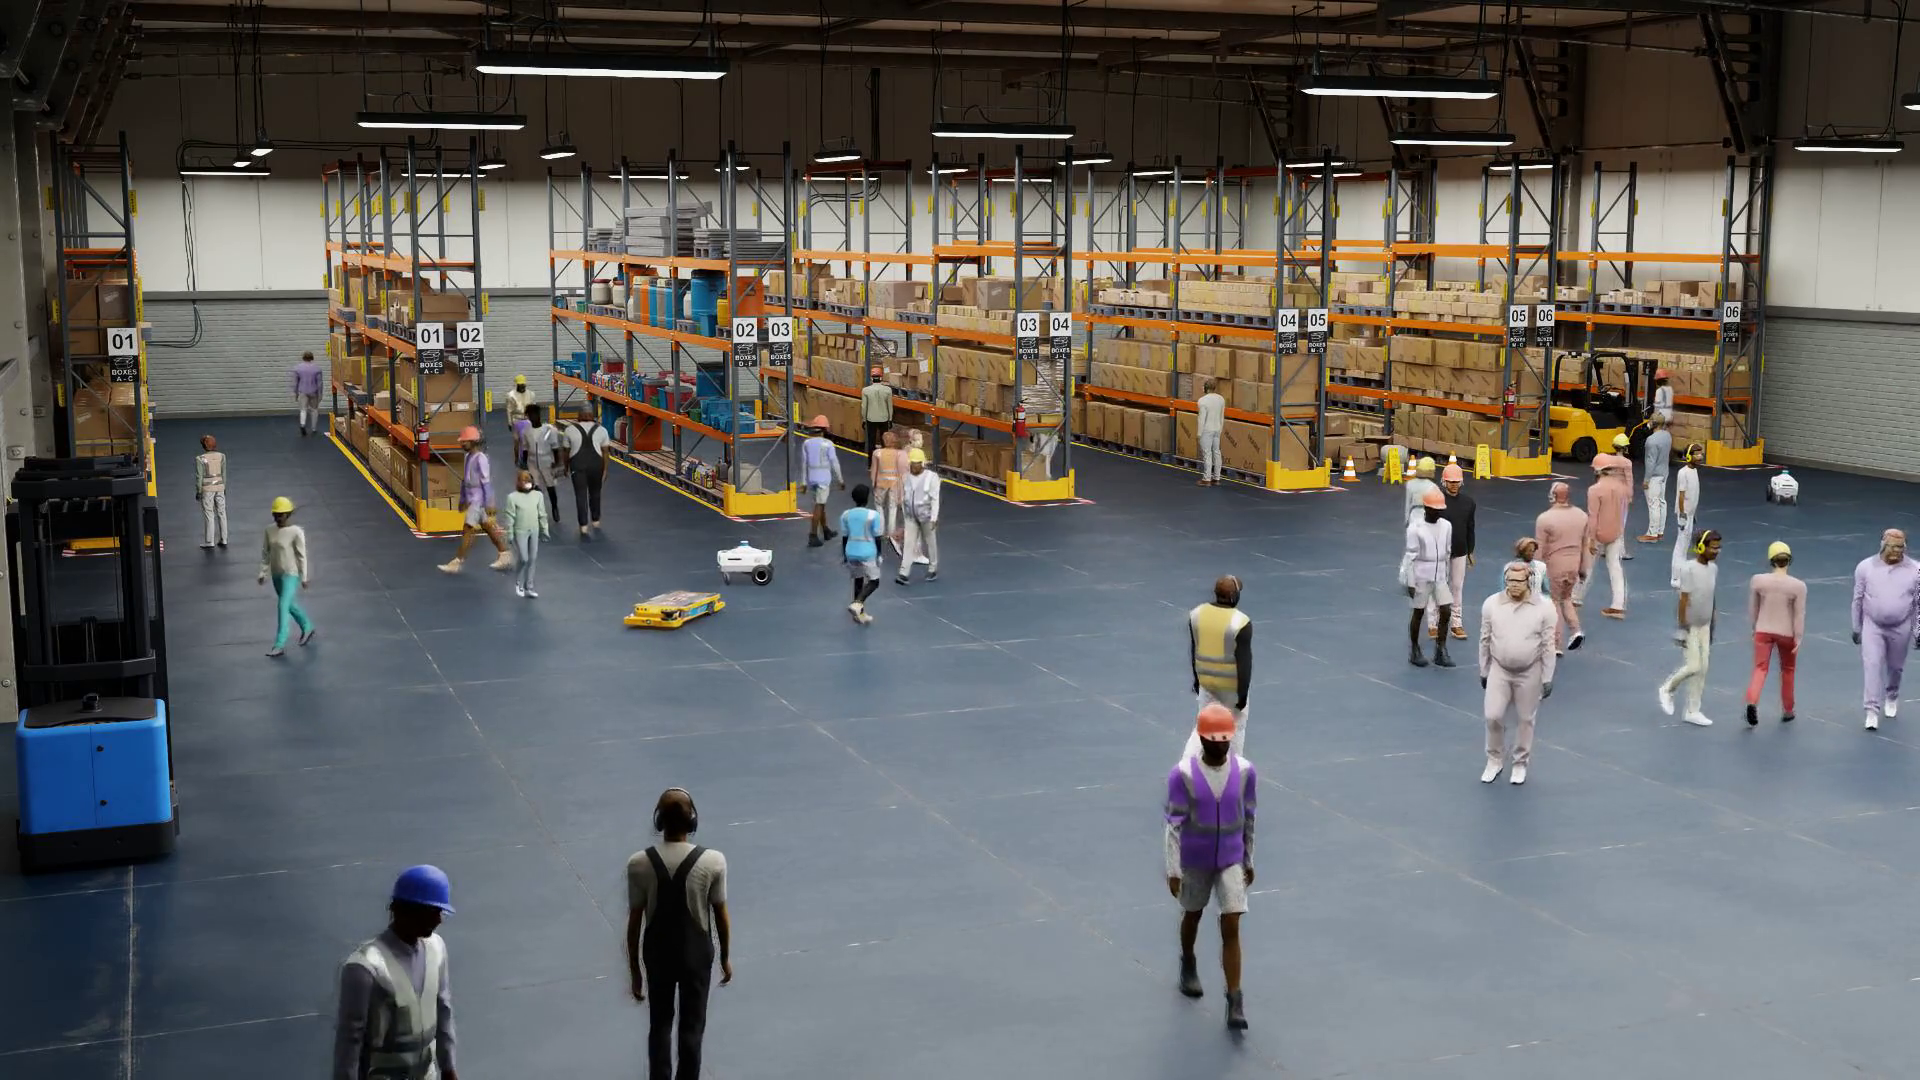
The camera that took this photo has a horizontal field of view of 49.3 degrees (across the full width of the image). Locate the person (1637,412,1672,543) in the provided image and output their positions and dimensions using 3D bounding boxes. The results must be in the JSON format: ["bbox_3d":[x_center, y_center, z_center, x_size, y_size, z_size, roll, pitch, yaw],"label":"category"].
[{"bbox_3d":[10.313,-0.934,31.073,0.372,1.940,0.631,7,11,40],"label":"person"}]

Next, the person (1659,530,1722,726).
[{"bbox_3d":[6.912,0.809,19.751,0.536,1.847,0.473,-5,10,-30],"label":"person"}]

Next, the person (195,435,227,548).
[{"bbox_3d":[-10.923,-0.709,30.568,0.307,1.641,0.514,5,10,32],"label":"person"}]

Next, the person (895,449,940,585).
[{"bbox_3d":[-0.531,-0.310,27.424,0.604,1.782,0.941,4,9,24],"label":"person"}]

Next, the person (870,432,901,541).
[{"bbox_3d":[-1.082,-0.813,31.288,0.549,1.617,0.599,-1,9,-8],"label":"person"}]

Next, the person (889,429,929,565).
[{"bbox_3d":[-0.693,-0.615,29.126,0.662,1.884,0.657,4,9,23],"label":"person"}]

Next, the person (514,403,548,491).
[{"bbox_3d":[-7.002,-1.339,34.281,0.557,1.796,0.984,-3,9,-18],"label":"person"}]

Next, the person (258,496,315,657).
[{"bbox_3d":[-7.417,0.360,23.114,0.522,1.732,0.863,4,10,27],"label":"person"}]

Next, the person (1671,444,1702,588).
[{"bbox_3d":[9.475,-0.324,27.239,0.325,1.871,0.516,6,11,36],"label":"person"}]

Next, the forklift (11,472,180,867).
[{"bbox_3d":[-6.630,0.886,15.957,1.129,2.768,1.873,-3,9,-21],"label":"forklift"}]

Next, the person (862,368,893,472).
[{"bbox_3d":[-1.577,-2.295,39.992,0.609,1.986,0.391,-1,9,-5],"label":"person"}]

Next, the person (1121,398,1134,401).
[{"bbox_3d":[3.883,-3.444,48.203,0.581,1.836,1.001,0,9,-2],"label":"person"}]

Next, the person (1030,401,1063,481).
[{"bbox_3d":[1.599,-1.972,38.476,0.643,1.807,0.937,-3,9,-18],"label":"person"}]

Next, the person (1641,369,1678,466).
[{"bbox_3d":[13.679,-2.377,40.789,0.726,1.922,0.552,8,12,44],"label":"person"}]

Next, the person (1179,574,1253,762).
[{"bbox_3d":[2.134,1.187,17.328,0.629,1.823,0.750,7,11,41],"label":"person"}]

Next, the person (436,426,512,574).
[{"bbox_3d":[-6.581,-0.551,28.392,1.074,1.989,0.624,-5,10,-29],"label":"person"}]

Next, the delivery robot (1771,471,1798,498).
[{"bbox_3d":[13.979,-0.935,35.501,0.477,0.478,0.707,2,9,13],"label":"delivery robot"}]

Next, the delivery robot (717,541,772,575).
[{"bbox_3d":[-2.834,0.256,27.563,0.707,0.478,0.477,0,8,-2],"label":"delivery robot"}]

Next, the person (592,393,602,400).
[{"bbox_3d":[-8.796,-3.735,50.720,0.866,1.656,0.538,-5,10,-28],"label":"person"}]

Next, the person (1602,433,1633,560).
[{"bbox_3d":[9.288,-0.617,29.526,0.306,1.772,0.525,-4,10,-26],"label":"person"}]

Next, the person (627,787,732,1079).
[{"bbox_3d":[-1.434,2.164,10.794,0.503,1.823,0.647,0,9,2],"label":"person"}]

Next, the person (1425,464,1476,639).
[{"bbox_3d":[5.562,0.128,23.803,0.612,1.995,0.376,-1,9,-8],"label":"person"}]

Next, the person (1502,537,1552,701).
[{"bbox_3d":[5.635,0.751,20.965,0.519,1.600,0.839,-4,9,-25],"label":"person"}]

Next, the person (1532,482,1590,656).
[{"bbox_3d":[6.543,0.314,22.906,0.660,1.892,0.430,-4,9,-23],"label":"person"}]

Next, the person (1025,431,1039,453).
[{"bbox_3d":[1.487,-2.411,41.983,0.398,1.614,0.552,8,12,43],"label":"person"}]

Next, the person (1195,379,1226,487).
[{"bbox_3d":[4.506,-1.942,37.793,0.627,1.941,0.371,-7,11,-38],"label":"person"}]

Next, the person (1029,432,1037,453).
[{"bbox_3d":[1.569,-2.432,41.238,0.587,1.882,0.342,-4,9,-23],"label":"person"}]

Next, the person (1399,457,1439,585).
[{"bbox_3d":[5.927,-0.215,26.980,0.485,1.725,0.496,-8,12,-44],"label":"person"}]

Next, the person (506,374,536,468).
[{"bbox_3d":[-8.548,-2.335,40.811,0.606,1.815,0.554,-5,10,-29],"label":"person"}]

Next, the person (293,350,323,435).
[{"bbox_3d":[-14.572,-3.293,46.856,0.634,1.919,0.563,-1,9,-8],"label":"person"}]

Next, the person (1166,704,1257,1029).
[{"bbox_3d":[1.494,1.889,12.445,0.567,1.882,1.014,-1,9,-5],"label":"person"}]

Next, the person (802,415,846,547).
[{"bbox_3d":[-1.978,-0.885,30.858,0.558,1.894,0.908,6,11,37],"label":"person"}]

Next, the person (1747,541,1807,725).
[{"bbox_3d":[7.657,0.878,19.699,0.527,1.730,0.769,5,10,32],"label":"person"}]

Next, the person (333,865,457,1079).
[{"bbox_3d":[-2.500,2.370,9.187,0.484,1.898,0.674,5,10,28],"label":"person"}]

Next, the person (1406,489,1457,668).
[{"bbox_3d":[5.014,0.418,22.144,0.585,1.906,0.770,-3,9,-19],"label":"person"}]

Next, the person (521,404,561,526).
[{"bbox_3d":[-6.540,-1.183,32.828,0.635,1.921,0.738,1,9,7],"label":"person"}]

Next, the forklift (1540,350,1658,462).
[{"bbox_3d":[12.897,-2.725,42.309,2.313,2.155,1.214,-3,9,-21],"label":"forklift"}]

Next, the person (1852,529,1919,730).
[{"bbox_3d":[8.757,0.803,19.762,0.640,1.868,0.960,4,9,22],"label":"person"}]

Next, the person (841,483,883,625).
[{"bbox_3d":[-1.169,0.178,24.471,0.546,1.684,0.544,5,10,30],"label":"person"}]

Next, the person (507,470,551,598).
[{"bbox_3d":[-5.443,-0.075,26.409,0.504,1.619,0.375,-8,11,-41],"label":"person"}]

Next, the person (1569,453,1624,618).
[{"bbox_3d":[7.682,-0.072,25.278,0.649,1.946,0.977,-5,10,-31],"label":"person"}]

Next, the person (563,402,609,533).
[{"bbox_3d":[-5.750,-1.137,32.229,0.692,2.000,1.009,-2,9,-13],"label":"person"}]

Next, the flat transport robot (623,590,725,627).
[{"bbox_3d":[-3.412,0.813,25.101,0.652,0.197,1.431,3,9,18],"label":"flat transport robot"}]

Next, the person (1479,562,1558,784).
[{"bbox_3d":[4.645,1.127,17.520,0.647,1.889,0.584,3,9,22],"label":"person"}]
